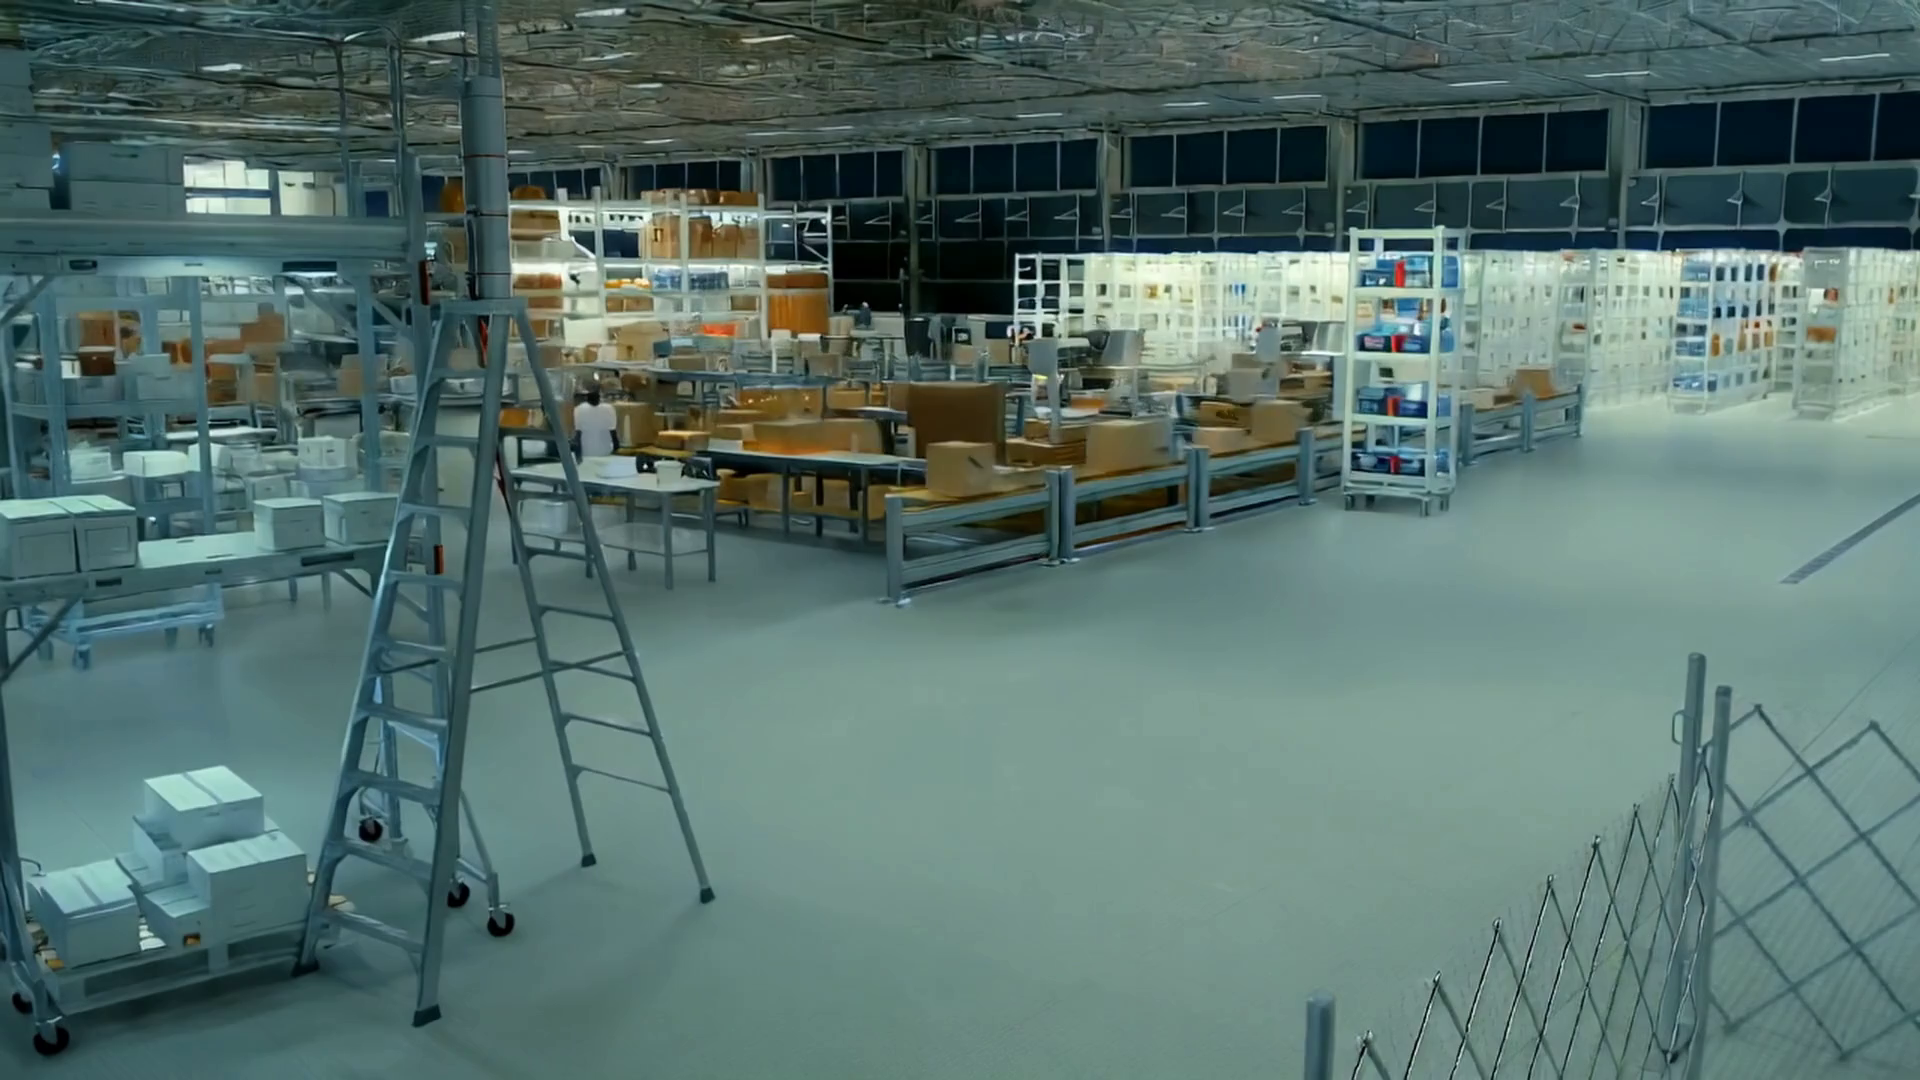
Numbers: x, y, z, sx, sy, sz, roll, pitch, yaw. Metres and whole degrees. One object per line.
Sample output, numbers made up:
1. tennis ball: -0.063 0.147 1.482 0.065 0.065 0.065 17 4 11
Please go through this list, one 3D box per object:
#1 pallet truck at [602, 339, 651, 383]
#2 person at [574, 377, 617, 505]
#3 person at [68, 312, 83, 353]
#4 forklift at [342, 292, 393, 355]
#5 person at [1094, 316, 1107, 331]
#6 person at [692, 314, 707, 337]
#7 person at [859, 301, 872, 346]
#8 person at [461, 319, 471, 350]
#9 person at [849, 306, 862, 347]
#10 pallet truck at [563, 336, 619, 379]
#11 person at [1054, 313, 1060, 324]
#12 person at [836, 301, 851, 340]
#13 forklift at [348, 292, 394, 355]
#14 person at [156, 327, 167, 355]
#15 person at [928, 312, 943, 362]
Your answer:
1. pallet truck: -8.991 -4.871 45.351 0.653 1.274 1.630 7 11 37
2. person: -4.168 -0.934 19.009 0.535 1.868 0.309 2 9 9
3. person: -29.589 -6.834 55.719 0.652 1.904 0.403 8 12 42
4. forklift: -16.485 -5.622 45.120 1.129 2.768 1.873 7 11 37
5. person: 3.741 -5.019 44.429 0.471 1.890 0.678 6 11 34
6. person: -8.080 -6.107 51.489 0.596 1.809 0.818 -9 13 -44
7. person: -4.010 -9.115 70.006 0.426 1.889 0.736 7 12 38
8. person: -12.730 -4.788 42.860 0.513 1.927 0.634 -1 9 -9
9. person: -4.296 -8.792 68.494 0.512 1.713 0.504 -5 10 -28
10. pallet truck: -10.690 -5.294 48.215 1.601 1.201 0.680 -5 10 -26
11. person: 3.177 -6.249 52.382 0.929 1.810 0.581 4 10 22
12. person: -4.903 -9.142 70.151 0.667 1.905 0.567 3 10 21
13. forklift: -17.305 -6.012 47.553 1.129 2.768 1.873 7 11 37
14. person: -20.853 -4.763 43.573 0.887 1.636 0.581 -4 10 -22
15. person: -0.850 -6.838 56.223 0.560 1.750 0.328 -6 11 -35
